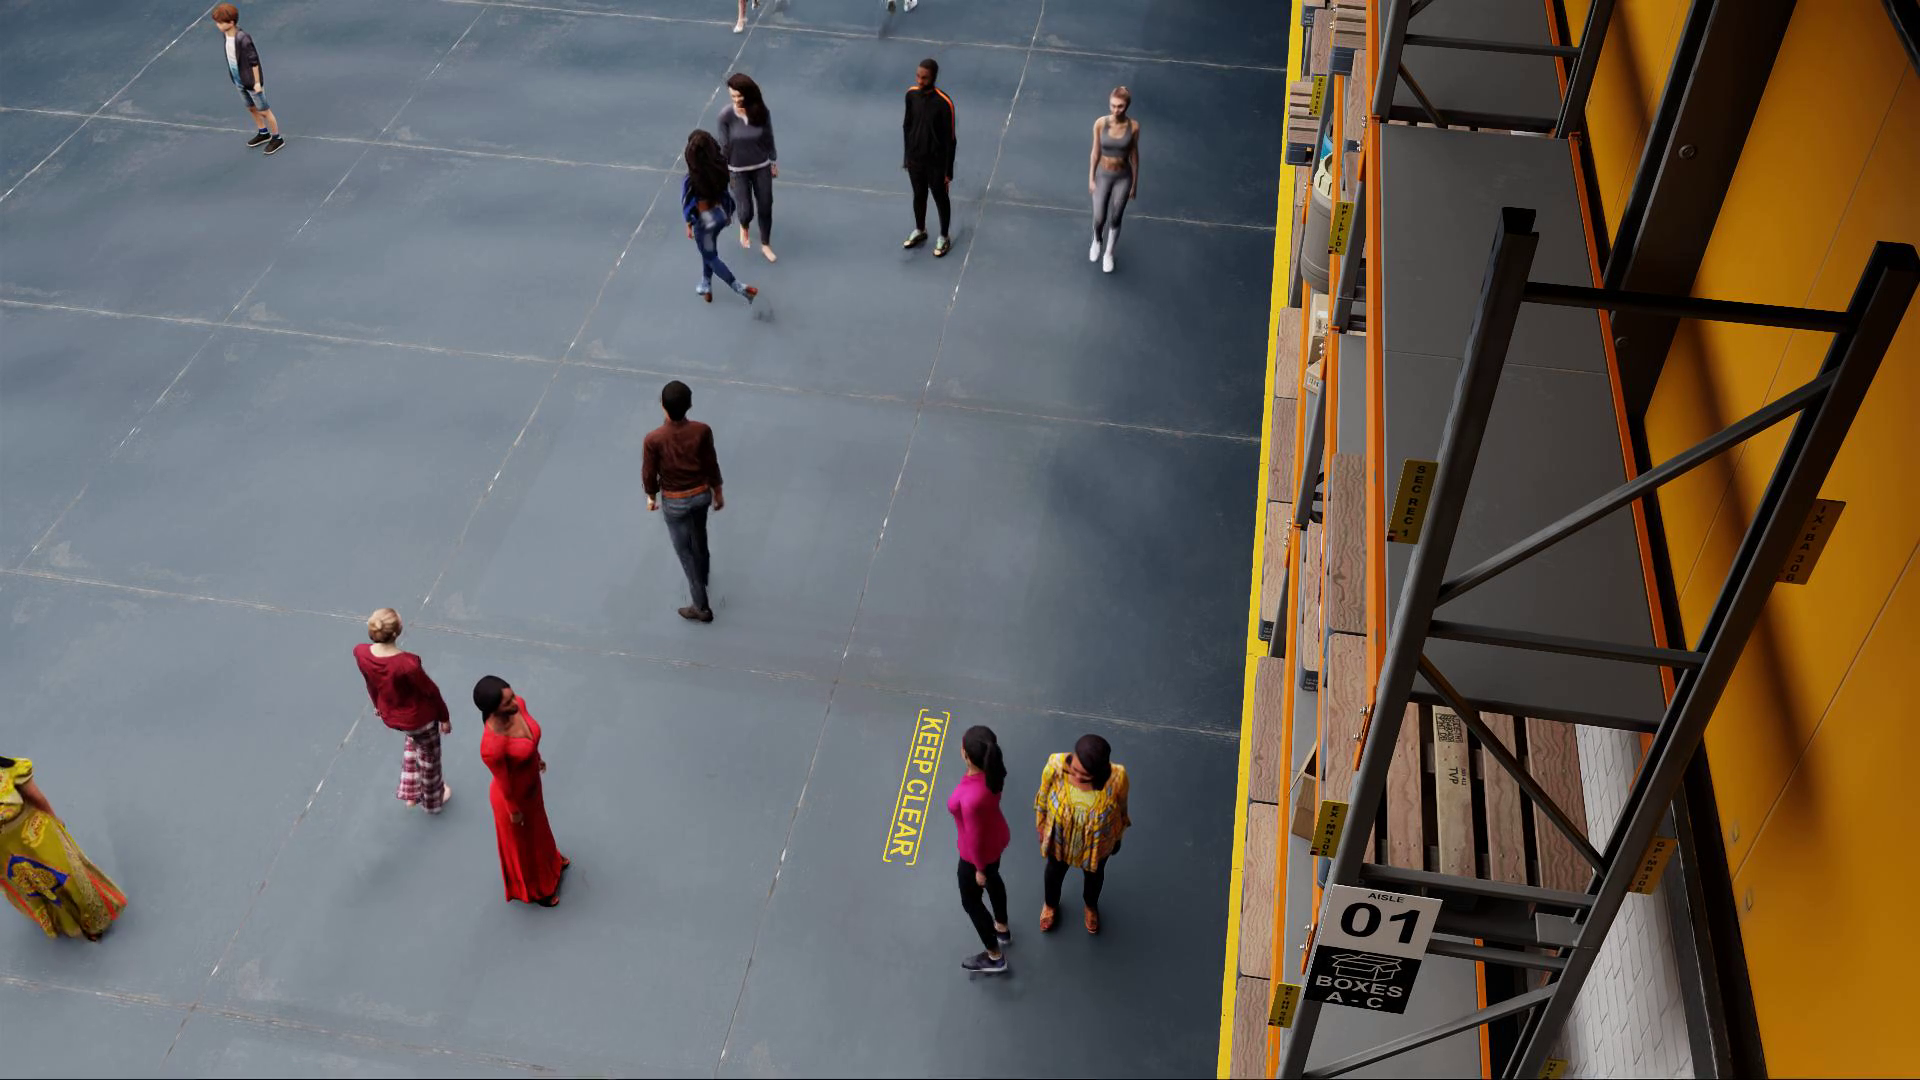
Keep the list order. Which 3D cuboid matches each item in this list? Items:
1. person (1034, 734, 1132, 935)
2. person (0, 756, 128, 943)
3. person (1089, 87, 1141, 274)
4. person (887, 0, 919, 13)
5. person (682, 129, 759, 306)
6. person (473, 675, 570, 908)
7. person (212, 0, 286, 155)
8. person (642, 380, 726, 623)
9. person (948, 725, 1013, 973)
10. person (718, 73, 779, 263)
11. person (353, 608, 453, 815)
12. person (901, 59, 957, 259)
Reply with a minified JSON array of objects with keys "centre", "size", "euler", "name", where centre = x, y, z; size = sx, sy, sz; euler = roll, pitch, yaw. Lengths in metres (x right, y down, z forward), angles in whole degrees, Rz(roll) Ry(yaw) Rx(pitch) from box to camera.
[{"centre":[0.665,1.607,9.184],"size":[0.719,1.647,0.751],"euler":[4,44,4],"name":"person"},{"centre":[-5.239,1.598,9.204],"size":[0.956,1.644,1.001],"euler":[-21,47,-20],"name":"person"},{"centre":[1.305,-3.087,14.078],"size":[0.589,1.693,0.634],"euler":[2,44,2],"name":"person"},{"centre":[-0.619,-6.348,17.450],"size":[0.629,1.774,0.900],"euler":[12,45,13],"name":"person"},{"centre":[-1.994,-2.576,13.604],"size":[0.969,1.607,0.989],"euler":[30,51,27],"name":"person"},{"centre":[-2.474,1.389,9.322],"size":[0.684,1.783,0.549],"euler":[5,44,5],"name":"person"},{"centre":[-6.669,-4.328,15.560],"size":[0.611,1.446,0.623],"euler":[27,50,25],"name":"person"},{"centre":[-1.803,-0.222,11.031],"size":[0.927,1.748,1.011],"euler":[-21,48,-21],"name":"person"},{"centre":[0.172,1.705,9.075],"size":[0.822,1.666,0.666],"euler":[5,44,6],"name":"person"},{"centre":[-1.827,-3.200,14.146],"size":[0.798,1.762,0.850],"euler":[-17,46,-17],"name":"person"},{"centre":[-3.274,1.059,9.728],"size":[0.681,1.691,0.692],"euler":[13,45,13],"name":"person"},{"centre":[-0.256,-3.270,14.187],"size":[0.693,1.808,0.645],"euler":[21,47,20],"name":"person"}]
